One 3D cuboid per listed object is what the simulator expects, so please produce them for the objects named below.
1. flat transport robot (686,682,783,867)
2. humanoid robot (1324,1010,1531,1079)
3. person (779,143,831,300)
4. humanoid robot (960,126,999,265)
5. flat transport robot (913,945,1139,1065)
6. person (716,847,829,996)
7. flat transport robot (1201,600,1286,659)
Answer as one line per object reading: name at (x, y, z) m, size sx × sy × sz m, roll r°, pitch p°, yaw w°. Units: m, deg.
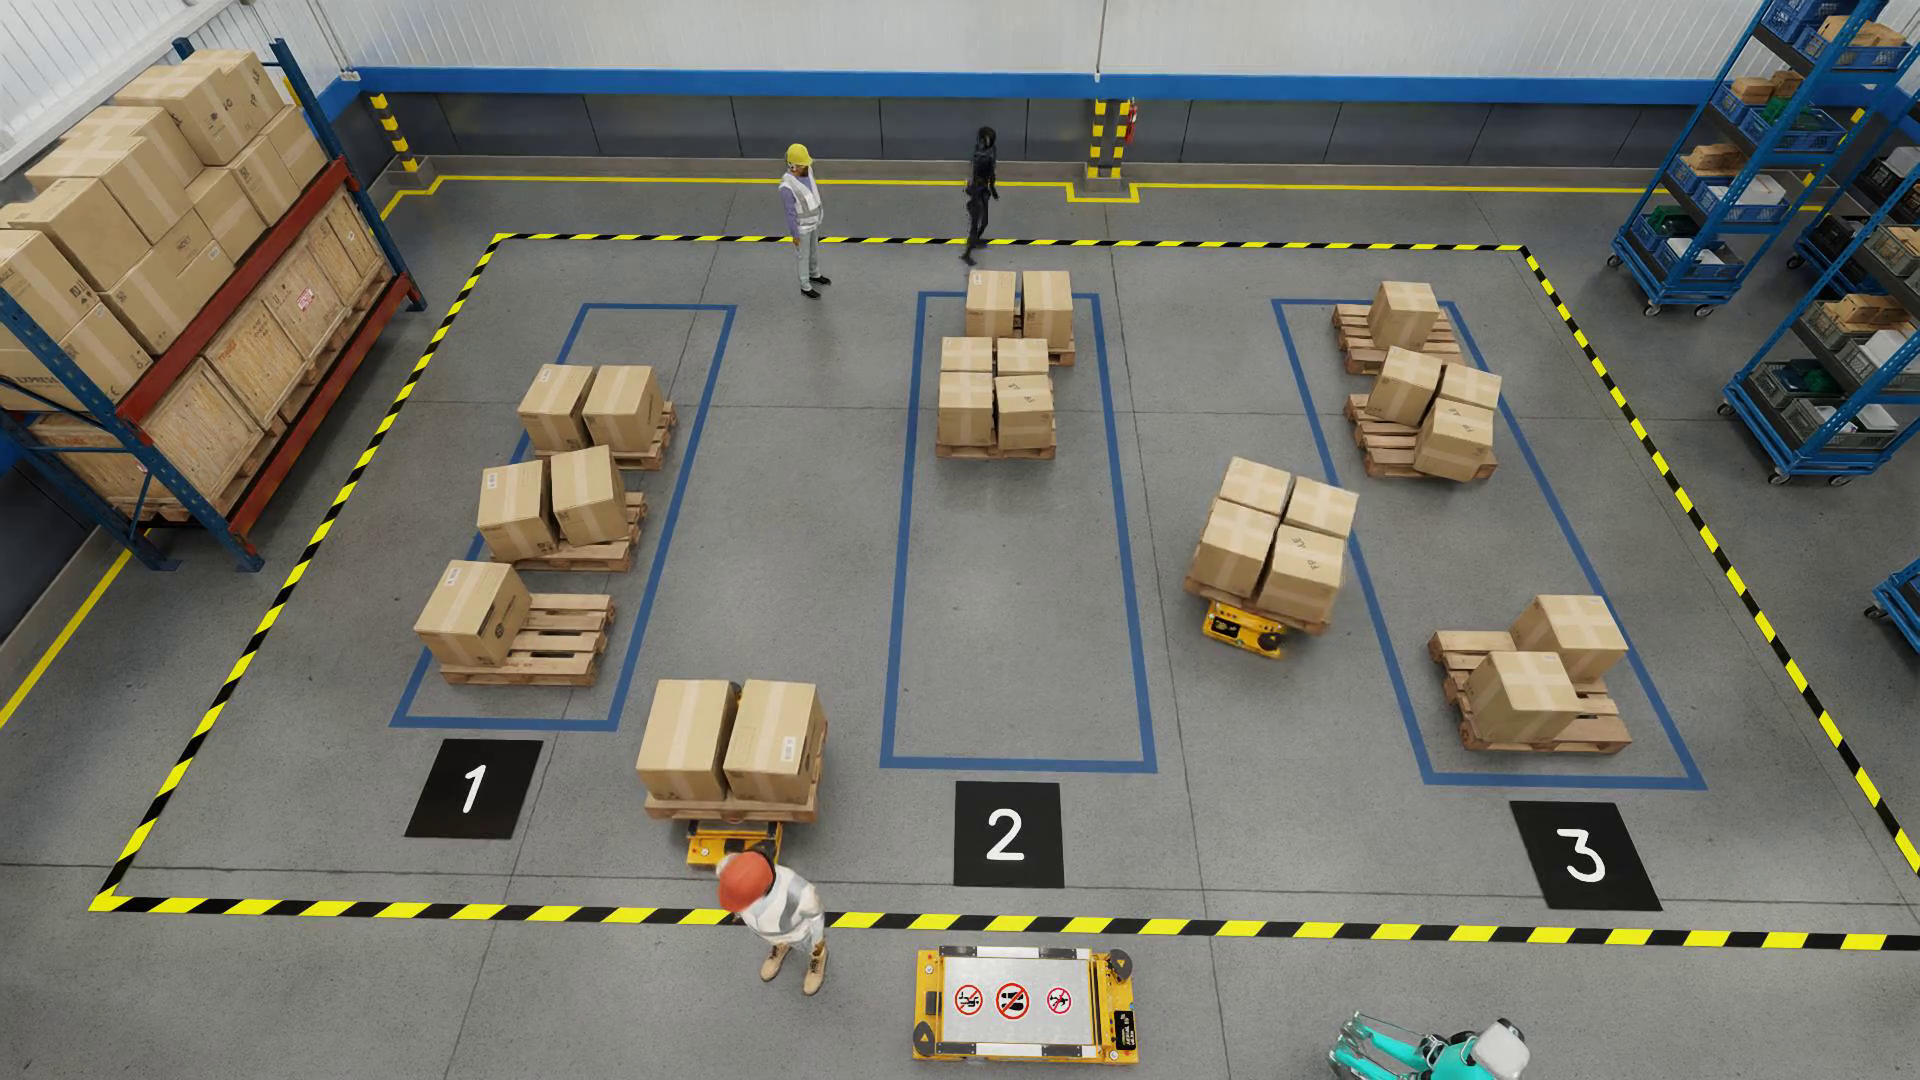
flat transport robot at (-1.638, 1.760, 7.033) m, size 0.652 × 0.197 × 1.431 m, roll 1°, pitch 51°, yaw 1°
humanoid robot at (2.452, 2.857, 5.123) m, size 0.533 × 1.677 × 0.735 m, roll -37°, pitch 60°, yaw -26°
person at (-1.753, -3.626, 10.433) m, size 0.404 × 1.827 × 0.599 m, roll 15°, pitch 52°, yaw 12°
humanoid robot at (0.229, -4.132, 10.950) m, size 0.371 × 1.639 × 0.605 m, roll 19°, pitch 53°, yaw 15°
flat transport robot at (0.422, 3.041, 6.007) m, size 1.431 × 0.231 × 0.659 m, roll 1°, pitch 51°, yaw 1°
person at (-1.101, 2.298, 5.476) m, size 0.613 × 2.030 × 0.395 m, roll 14°, pitch 52°, yaw 12°
flat transport robot at (2.675, 0.349, 8.184) m, size 0.652 × 0.197 × 1.431 m, roll 19°, pitch 53°, yaw 15°
